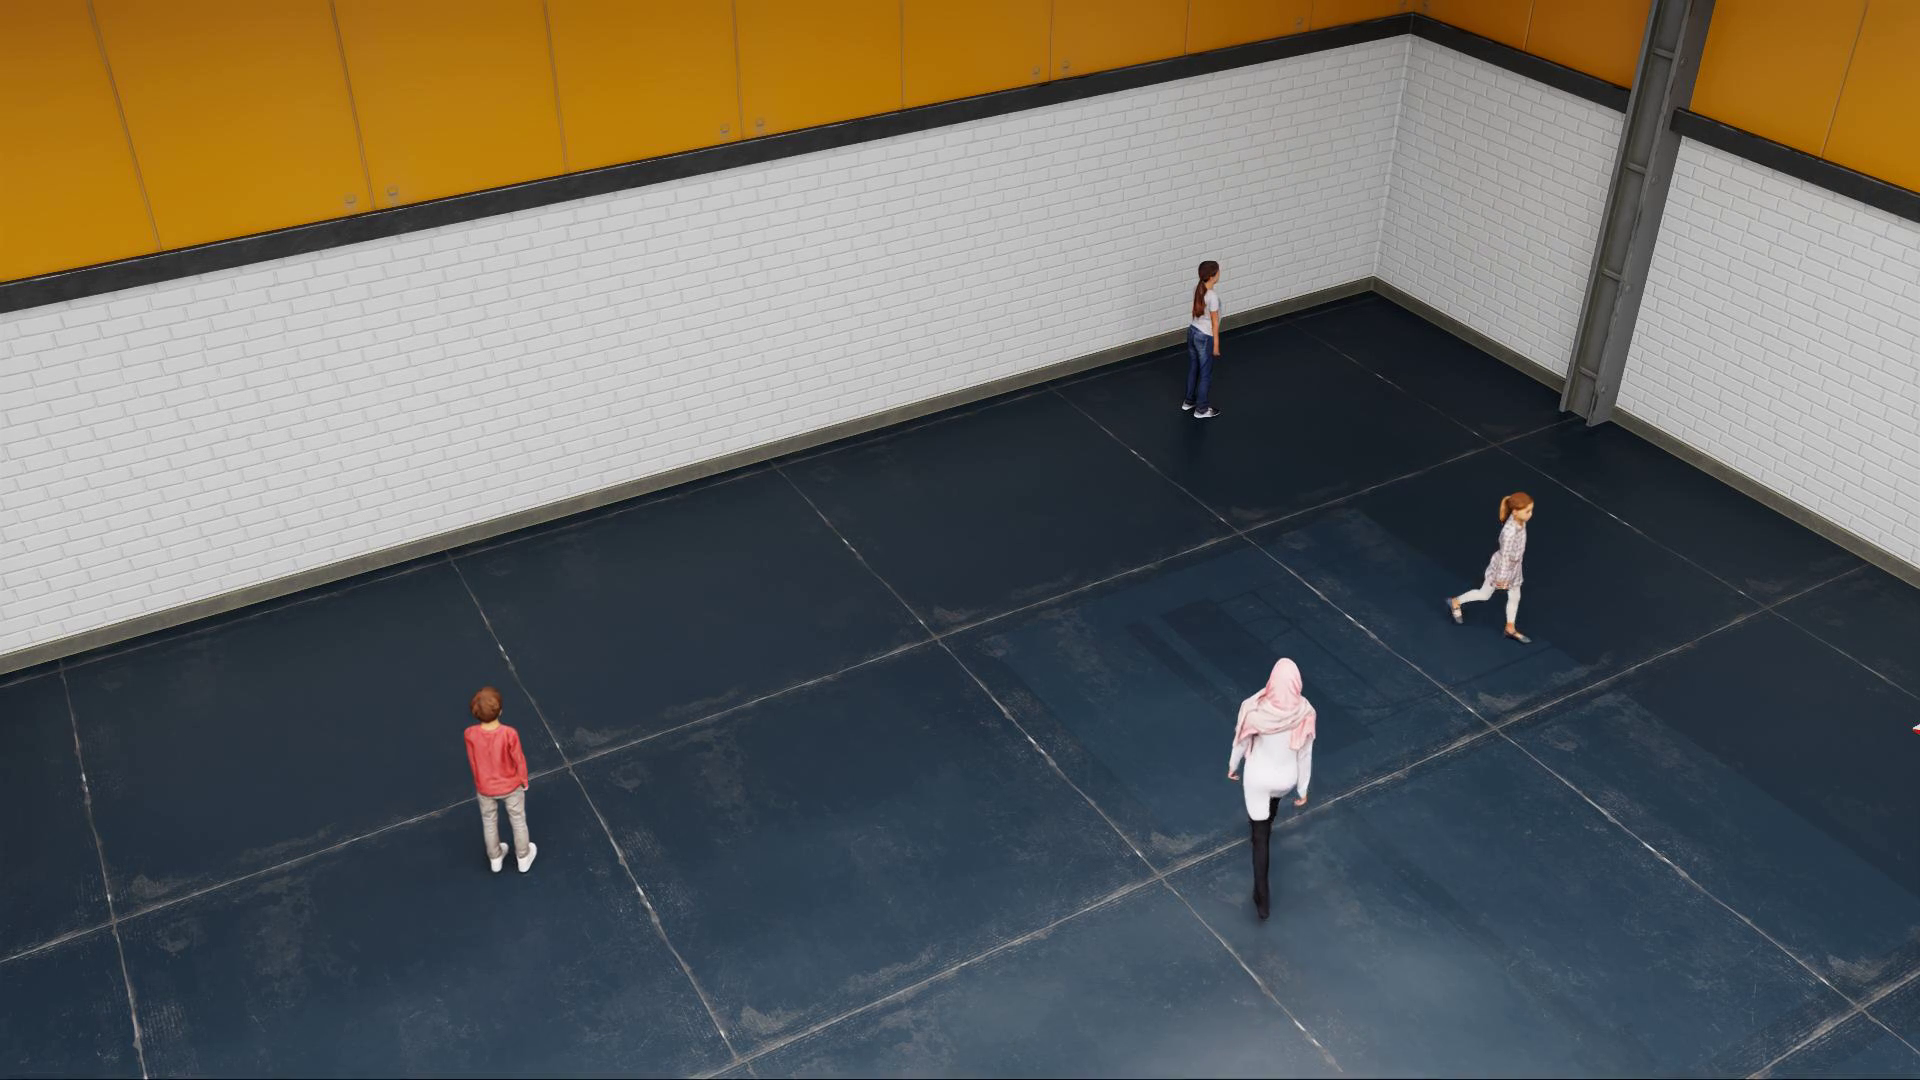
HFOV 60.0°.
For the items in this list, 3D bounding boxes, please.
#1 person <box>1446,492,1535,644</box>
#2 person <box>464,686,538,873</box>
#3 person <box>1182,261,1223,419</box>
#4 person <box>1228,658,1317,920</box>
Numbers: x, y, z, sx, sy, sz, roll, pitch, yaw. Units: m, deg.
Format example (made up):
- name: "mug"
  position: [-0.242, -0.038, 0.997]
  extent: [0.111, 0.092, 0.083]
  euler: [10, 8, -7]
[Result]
- name: "person"
  position: [4.129, 0.177, 12.794]
  extent: [0.997, 1.291, 0.751]
  euler: [24, 41, 32]
- name: "person"
  position: [-2.952, 1.544, 10.625]
  extent: [0.579, 1.415, 0.597]
  euler: [-1, 34, -2]
- name: "person"
  position: [2.299, -1.916, 15.697]
  extent: [0.598, 1.562, 0.464]
  euler: [-16, 37, -22]
- name: "person"
  position: [1.925, 1.554, 10.307]
  extent: [1.071, 1.751, 1.262]
  euler: [2, 34, 3]
